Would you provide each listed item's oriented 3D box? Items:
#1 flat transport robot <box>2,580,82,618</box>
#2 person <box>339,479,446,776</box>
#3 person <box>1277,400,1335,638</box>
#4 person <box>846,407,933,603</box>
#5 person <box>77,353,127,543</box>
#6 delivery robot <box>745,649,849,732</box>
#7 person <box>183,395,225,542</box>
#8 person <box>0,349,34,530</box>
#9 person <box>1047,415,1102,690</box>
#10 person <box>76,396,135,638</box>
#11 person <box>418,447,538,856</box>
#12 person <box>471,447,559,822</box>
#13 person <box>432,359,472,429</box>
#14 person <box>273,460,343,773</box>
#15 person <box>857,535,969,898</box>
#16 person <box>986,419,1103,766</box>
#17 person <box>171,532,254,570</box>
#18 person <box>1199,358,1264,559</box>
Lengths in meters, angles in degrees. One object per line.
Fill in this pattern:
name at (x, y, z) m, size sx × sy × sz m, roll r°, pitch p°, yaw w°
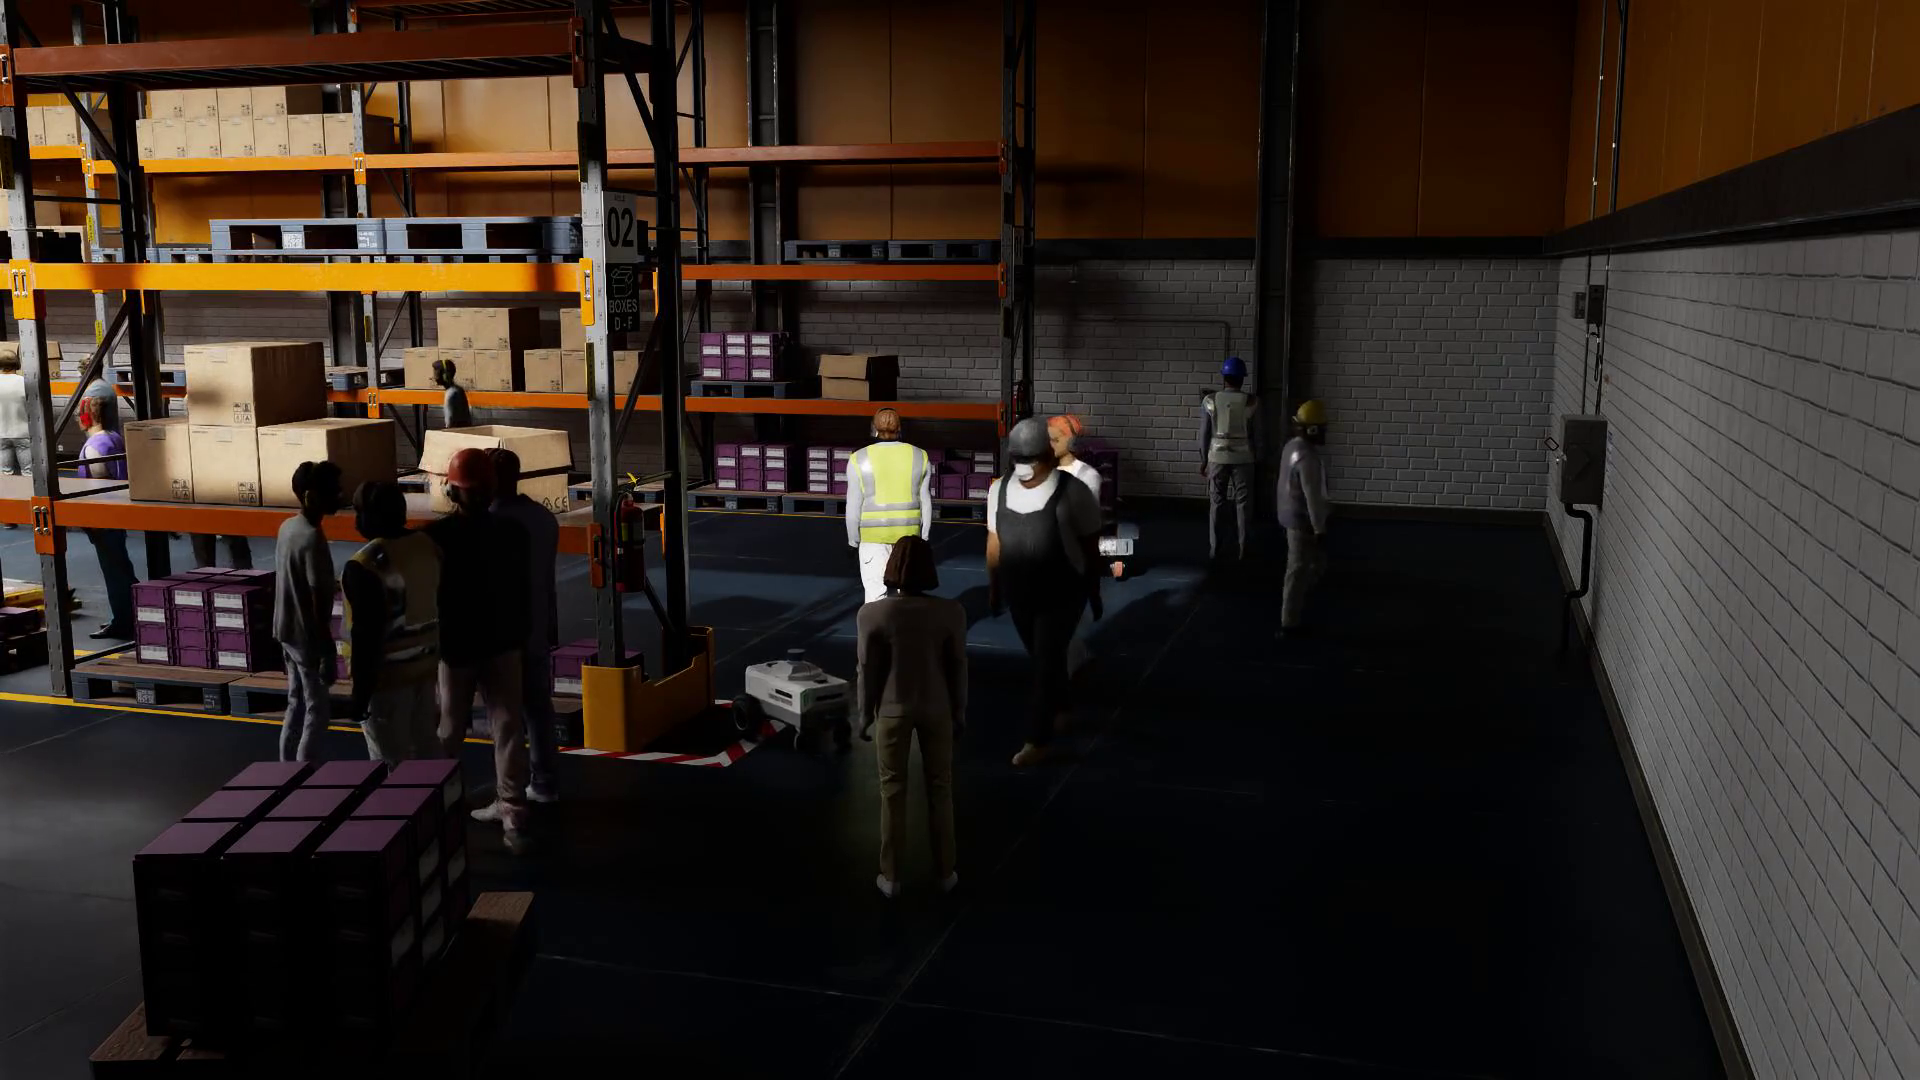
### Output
flat transport robot at (-7.900, 0.472, 13.478) m, size 1.431 × 0.197 × 0.652 m, roll 4°, pitch 10°, yaw 24°
person at (-2.640, 0.632, 7.737) m, size 0.429 × 1.839 × 0.633 m, roll 3°, pitch 10°, yaw 15°
person at (2.625, -0.146, 12.547) m, size 0.458 × 1.812 × 0.611 m, roll 0°, pitch 9°, yaw 1°
person at (-0.501, -0.013, 11.660) m, size 0.621 × 1.845 × 0.429 m, roll -2°, pitch 10°, yaw -14°
person at (-8.786, -0.942, 17.028) m, size 0.352 × 1.937 × 0.635 m, roll -2°, pitch 10°, yaw -14°
delivery robot at (-0.963, 0.886, 9.809) m, size 0.477 × 0.478 × 0.707 m, roll -7°, pitch 12°, yaw -38°
person at (-7.727, -0.904, 17.082) m, size 0.344 × 1.847 × 0.504 m, roll 0°, pitch 9°, yaw 2°
person at (-10.107, -1.070, 17.804) m, size 0.636 × 1.939 × 0.363 m, roll -2°, pitch 10°, yaw -12°
person at (0.719, 0.119, 10.785) m, size 0.616 × 1.872 × 0.603 m, roll -6°, pitch 11°, yaw -35°
person at (-6.473, -0.176, 12.655) m, size 0.375 × 1.840 × 0.567 m, roll -2°, pitch 10°, yaw -12°
person at (-2.402, 0.503, 8.175) m, size 0.631 × 1.957 × 0.990 m, roll -6°, pitch 11°, yaw -34°
person at (-2.313, 0.479, 8.465) m, size 0.401 × 1.906 × 0.649 m, roll 4°, pitch 10°, yaw 23°
person at (-5.389, -1.015, 17.765) m, size 0.503 × 1.841 × 0.528 m, roll -2°, pitch 9°, yaw -11°
person at (-3.283, 0.517, 8.423) m, size 0.374 × 1.850 × 0.550 m, roll -7°, pitch 12°, yaw -37°
person at (-0.210, 0.787, 7.415) m, size 0.498 × 1.633 × 0.282 m, roll -1°, pitch 9°, yaw -5°
person at (0.512, 0.209, 9.705) m, size 0.698 × 2.000 × 0.970 m, roll 6°, pitch 11°, yaw 34°
person at (-5.674, -0.218, 12.778) m, size 0.684 × 1.893 × 0.505 m, roll -8°, pitch 12°, yaw -39°
person at (2.618, -0.782, 16.046) m, size 0.615 × 1.939 × 0.405 m, roll 2°, pitch 10°, yaw 14°
